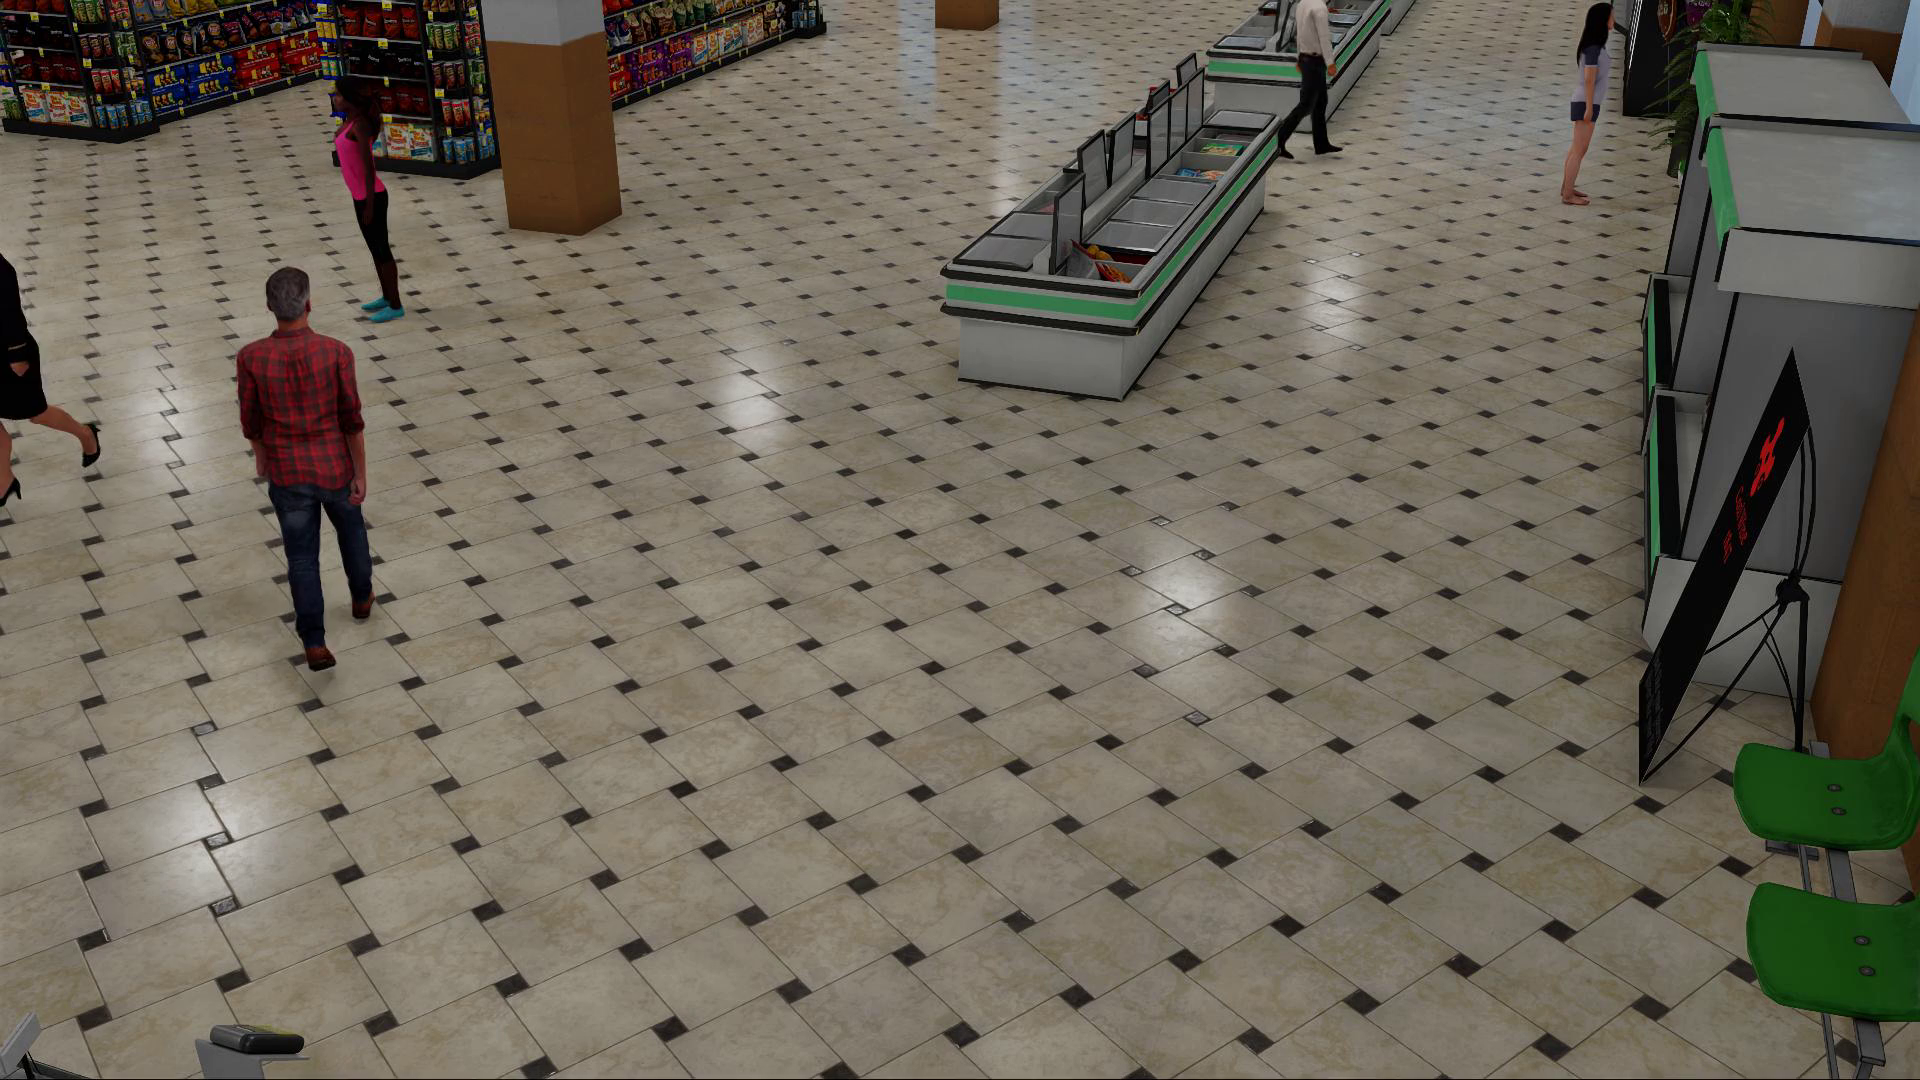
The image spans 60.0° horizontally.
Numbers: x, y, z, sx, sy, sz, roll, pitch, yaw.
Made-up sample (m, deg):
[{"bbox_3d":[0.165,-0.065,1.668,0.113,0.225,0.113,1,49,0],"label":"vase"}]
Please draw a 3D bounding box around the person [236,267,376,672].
[{"bbox_3d":[-2.919,-0.270,7.458,1.150,1.792,1.279,-9,28,-17],"label":"person"}]

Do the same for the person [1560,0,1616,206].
[{"bbox_3d":[5.494,-3.829,14.569,0.648,1.707,0.460,9,28,17],"label":"person"}]

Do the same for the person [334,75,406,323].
[{"bbox_3d":[-4.170,-2.412,11.756,0.711,1.724,0.655,-13,30,-24],"label":"person"}]

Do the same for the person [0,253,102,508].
[{"bbox_3d":[-5.169,-1.015,9.083,0.751,1.649,1.027,12,29,23],"label":"person"}]

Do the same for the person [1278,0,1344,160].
[{"bbox_3d":[3.282,-4.495,15.800,1.008,1.780,1.084,-3,27,-6],"label":"person"}]
